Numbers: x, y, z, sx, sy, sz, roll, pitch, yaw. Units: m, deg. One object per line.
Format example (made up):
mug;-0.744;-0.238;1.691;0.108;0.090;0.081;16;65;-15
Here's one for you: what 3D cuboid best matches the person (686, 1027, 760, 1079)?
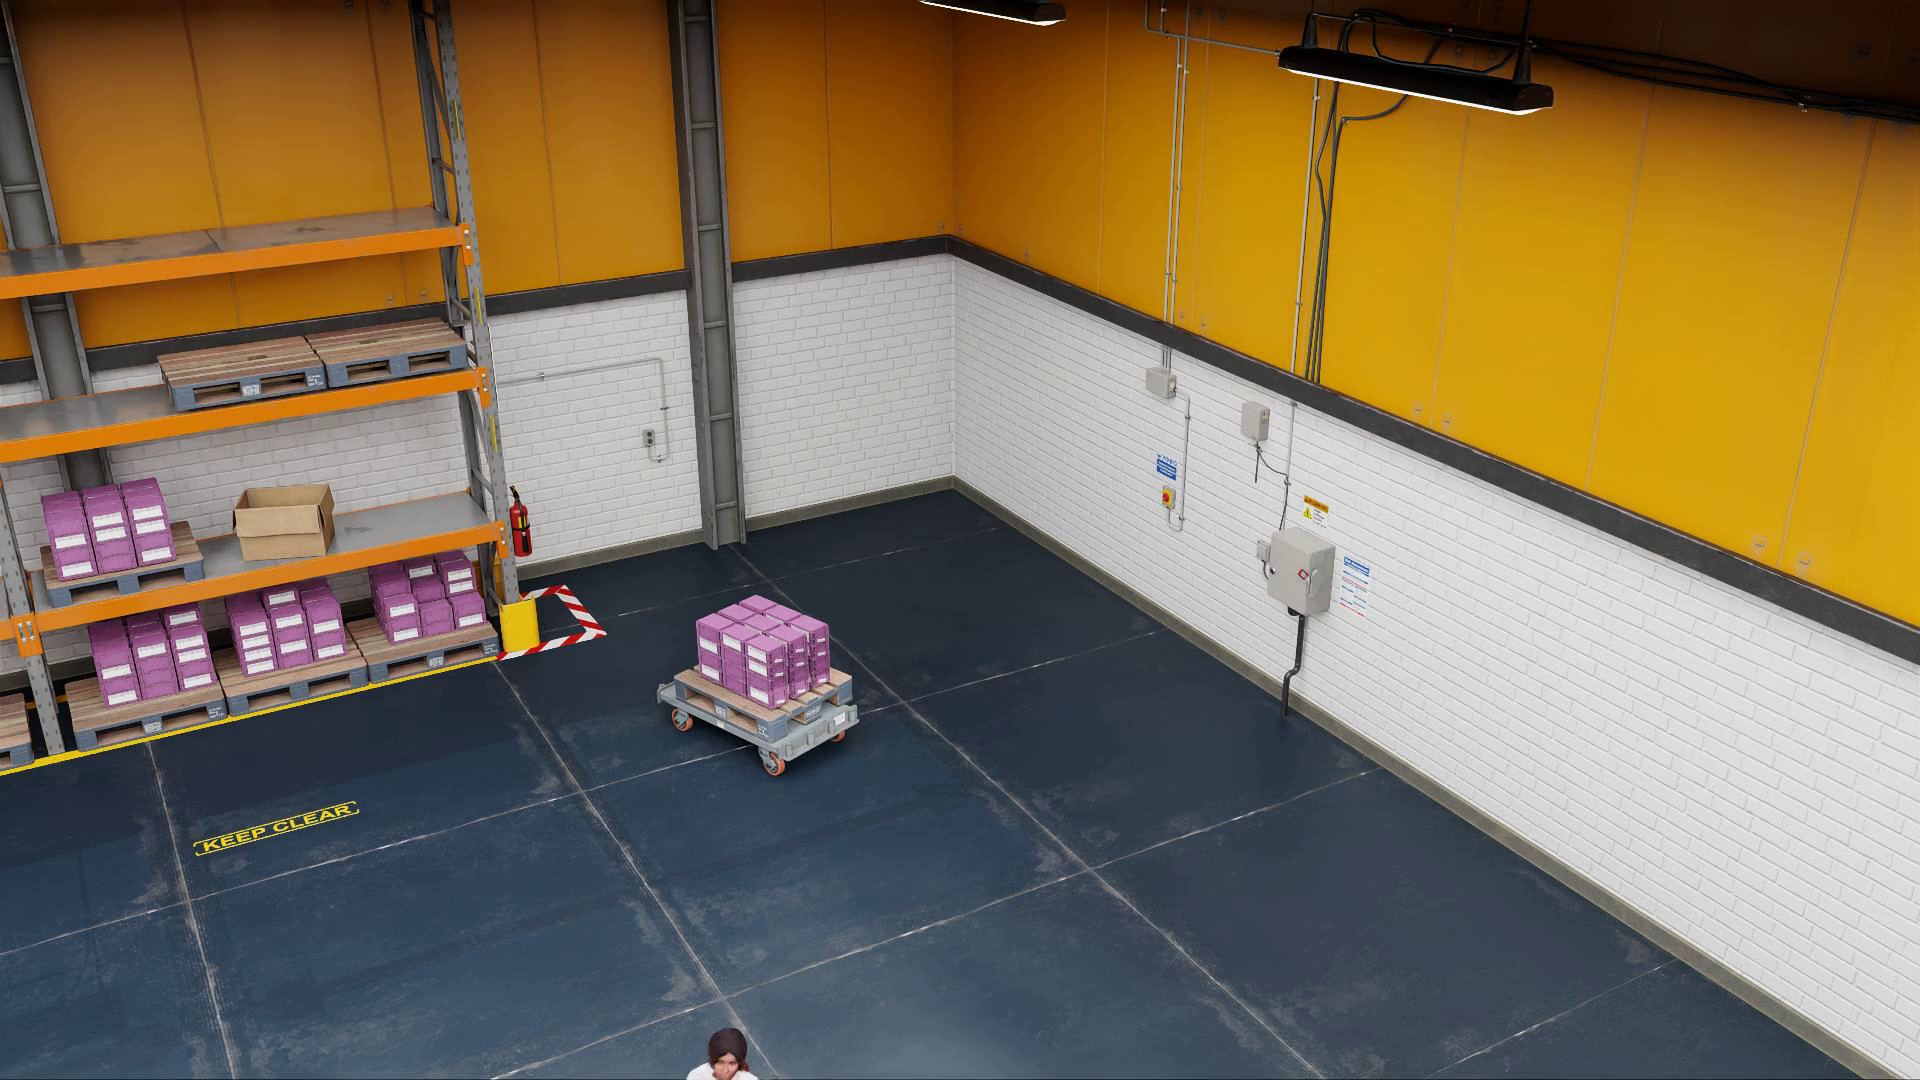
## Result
person;-1.220;3.243;8.858;1.063;1.693;1.132;7;25;16
